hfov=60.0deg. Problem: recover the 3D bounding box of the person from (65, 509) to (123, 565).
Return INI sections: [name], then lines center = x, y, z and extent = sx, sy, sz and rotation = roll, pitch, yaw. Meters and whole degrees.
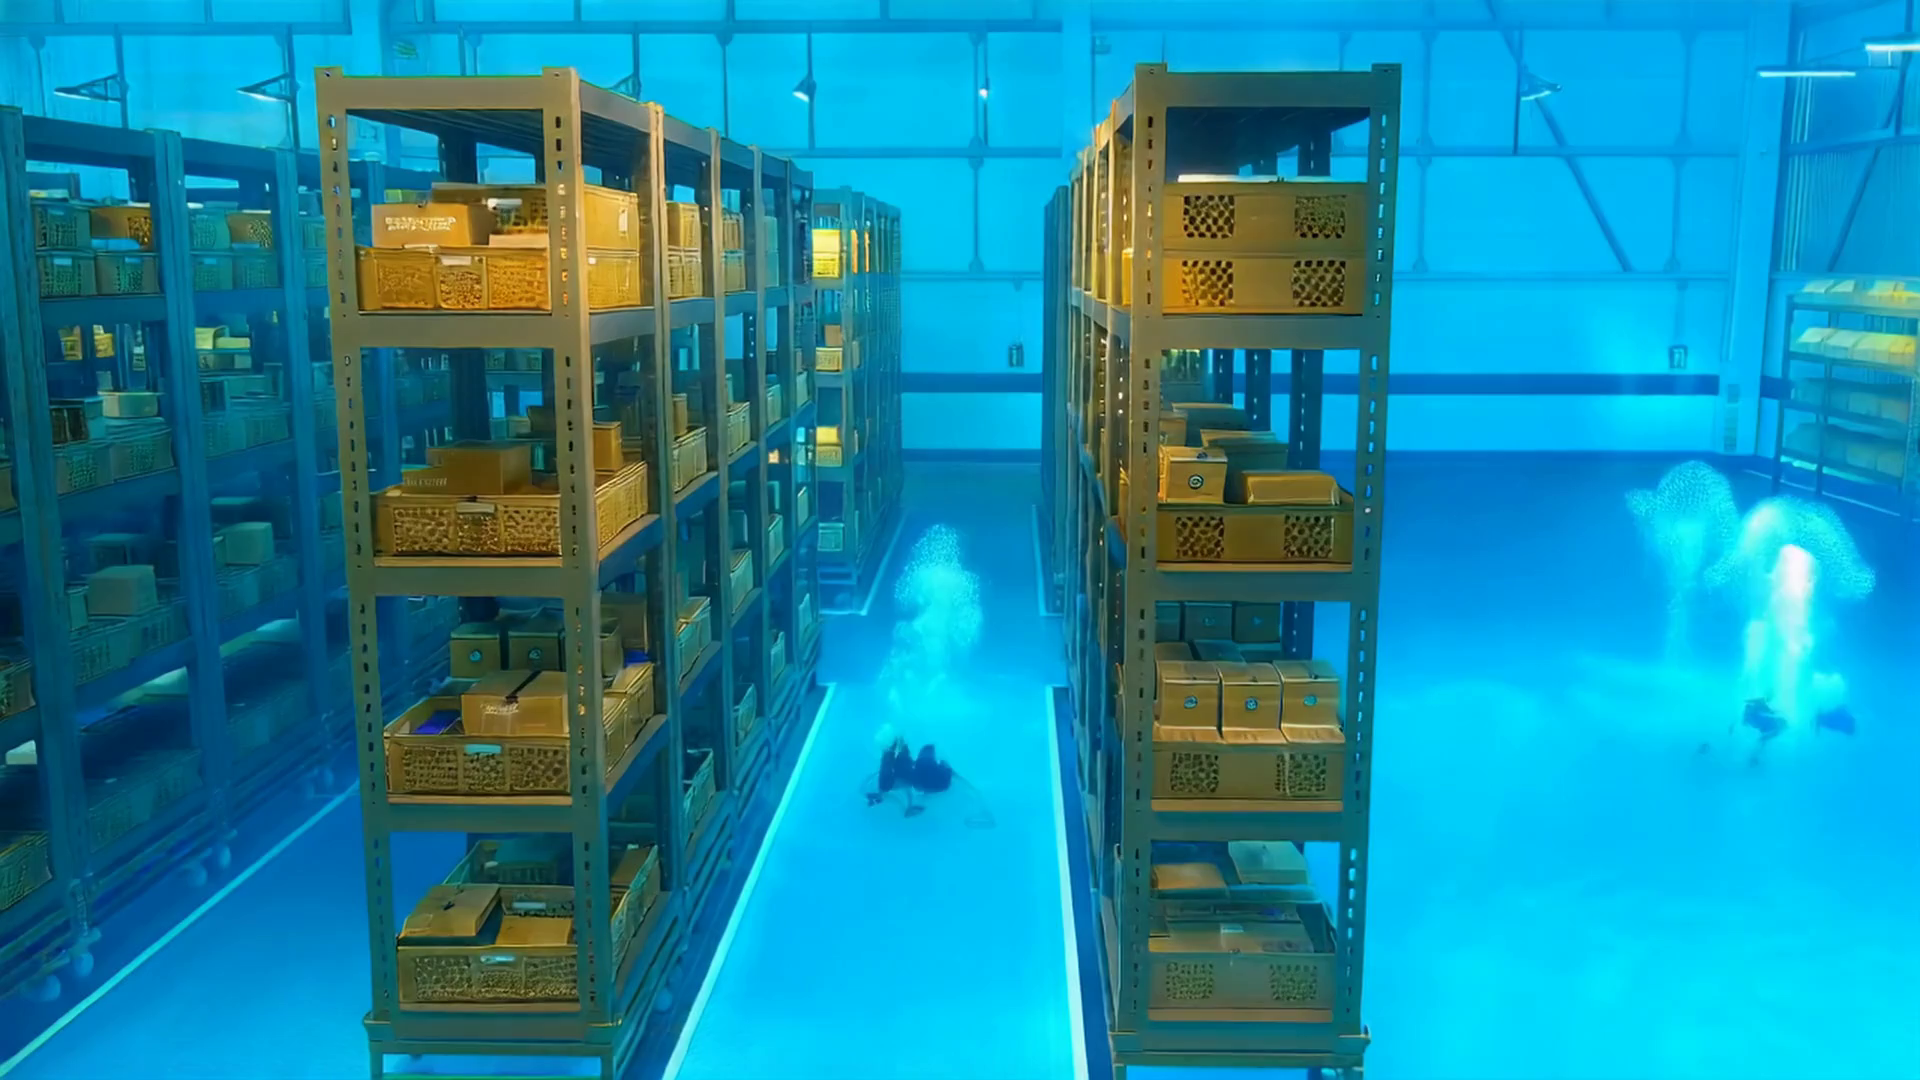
[person]
center = -7.076, -0.179, 13.536
extent = 0.454, 1.829, 0.591
rotation = 0, 10, 1
